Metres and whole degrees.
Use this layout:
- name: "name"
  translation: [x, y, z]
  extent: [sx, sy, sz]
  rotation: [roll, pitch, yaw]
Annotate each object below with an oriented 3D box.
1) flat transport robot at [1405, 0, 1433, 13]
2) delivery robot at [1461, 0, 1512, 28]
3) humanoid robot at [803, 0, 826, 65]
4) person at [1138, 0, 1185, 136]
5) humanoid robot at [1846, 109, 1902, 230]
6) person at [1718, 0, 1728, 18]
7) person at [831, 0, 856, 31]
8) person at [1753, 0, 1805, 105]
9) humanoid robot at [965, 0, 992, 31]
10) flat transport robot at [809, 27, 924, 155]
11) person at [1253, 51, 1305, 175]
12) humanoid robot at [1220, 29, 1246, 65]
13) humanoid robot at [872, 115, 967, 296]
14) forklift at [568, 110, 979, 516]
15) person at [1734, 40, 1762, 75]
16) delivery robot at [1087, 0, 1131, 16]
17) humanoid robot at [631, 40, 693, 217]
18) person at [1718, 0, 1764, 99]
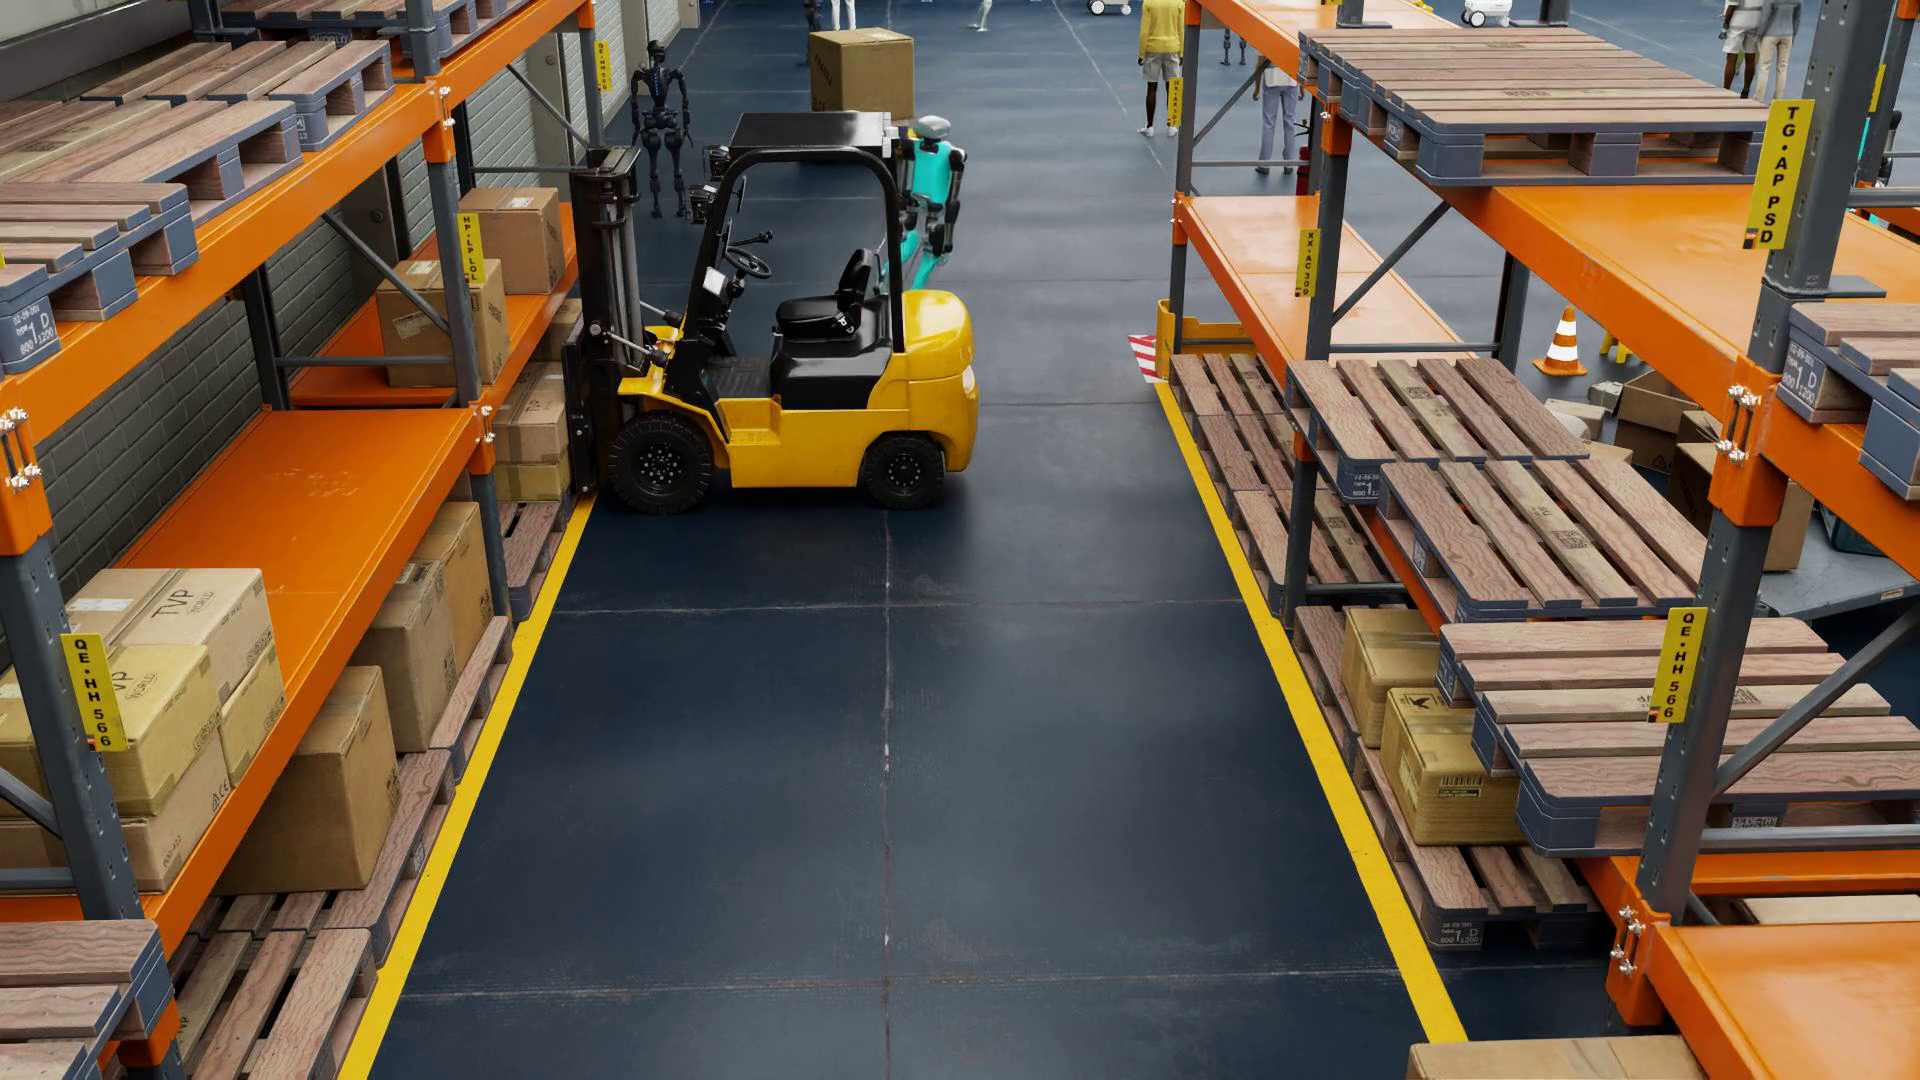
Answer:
- name: "flat transport robot"
  translation: [7.481, -9.351, 29.107]
  extent: [1.431, 0.231, 0.659]
  rotation: [-1, 25, -2]
- name: "delivery robot"
  translation: [8.771, -8.827, 27.628]
  extent: [0.739, 0.566, 0.499]
  rotation: [-1, 25, -2]
- name: "humanoid robot"
  translation: [-2.091, -7.660, 23.886]
  extent: [0.404, 1.638, 0.613]
  rotation: [0, 25, 1]
- name: "person"
  translation: [2.358, -5.687, 19.438]
  extent: [0.544, 1.900, 0.375]
  rotation: [-1, 25, -1]
- name: "humanoid robot"
  translation: [7.147, -2.687, 13.123]
  extent: [0.533, 1.673, 0.735]
  rotation: [-1, 25, -2]
- name: "person"
  translation: [13.261, -9.762, 28.248]
  extent: [0.562, 1.741, 0.336]
  rotation: [-1, 25, -1]
- name: "person"
  translation: [-1.866, -8.847, 26.151]
  extent: [0.573, 1.883, 0.355]
  rotation: [-1, 25, -1]
- name: "person"
  translation: [10.313, -6.356, 21.021]
  extent: [0.523, 1.759, 0.325]
  rotation: [-1, 25, -1]
- name: "humanoid robot"
  translation: [0.301, -9.202, 27.074]
  extent: [0.781, 1.788, 0.539]
  rotation: [0, 25, 0]
- name: "flat transport robot"
  translation: [-1.077, -4.494, 18.819]
  extent: [1.431, 0.231, 0.659]
  rotation: [-1, 25, -2]
- name: "person"
  translation: [3.395, -4.799, 17.629]
  extent: [0.562, 1.837, 0.389]
  rotation: [-1, 25, -1]
- name: "humanoid robot"
  translation: [3.971, -7.723, 23.999]
  extent: [0.599, 1.653, 0.315]
  rotation: [-1, 25, -2]
- name: "humanoid robot"
  translation: [-0.329, -2.191, 12.201]
  extent: [0.568, 1.741, 0.968]
  rotation: [16, 30, 31]
- name: "forklift"
  translation: [-1.043, -1.379, 9.976]
  extent: [2.313, 2.155, 1.214]
  rotation: [-1, 25, -2]
- name: "person"
  translation: [11.066, -7.379, 23.233]
  extent: [0.449, 1.718, 0.355]
  rotation: [-1, 25, -1]
- name: "delivery robot"
  translation: [2.601, -9.429, 28.902]
  extent: [0.739, 0.566, 0.499]
  rotation: [-1, 25, -2]
- name: "humanoid robot"
  translation: [-2.886, -3.970, 16.051]
  extent: [0.599, 1.653, 0.315]
  rotation: [-1, 25, -2]
- name: "person"
  translation: [10.020, -6.569, 21.230]
  extent: [0.602, 1.966, 0.367]
  rotation: [-1, 25, -1]
